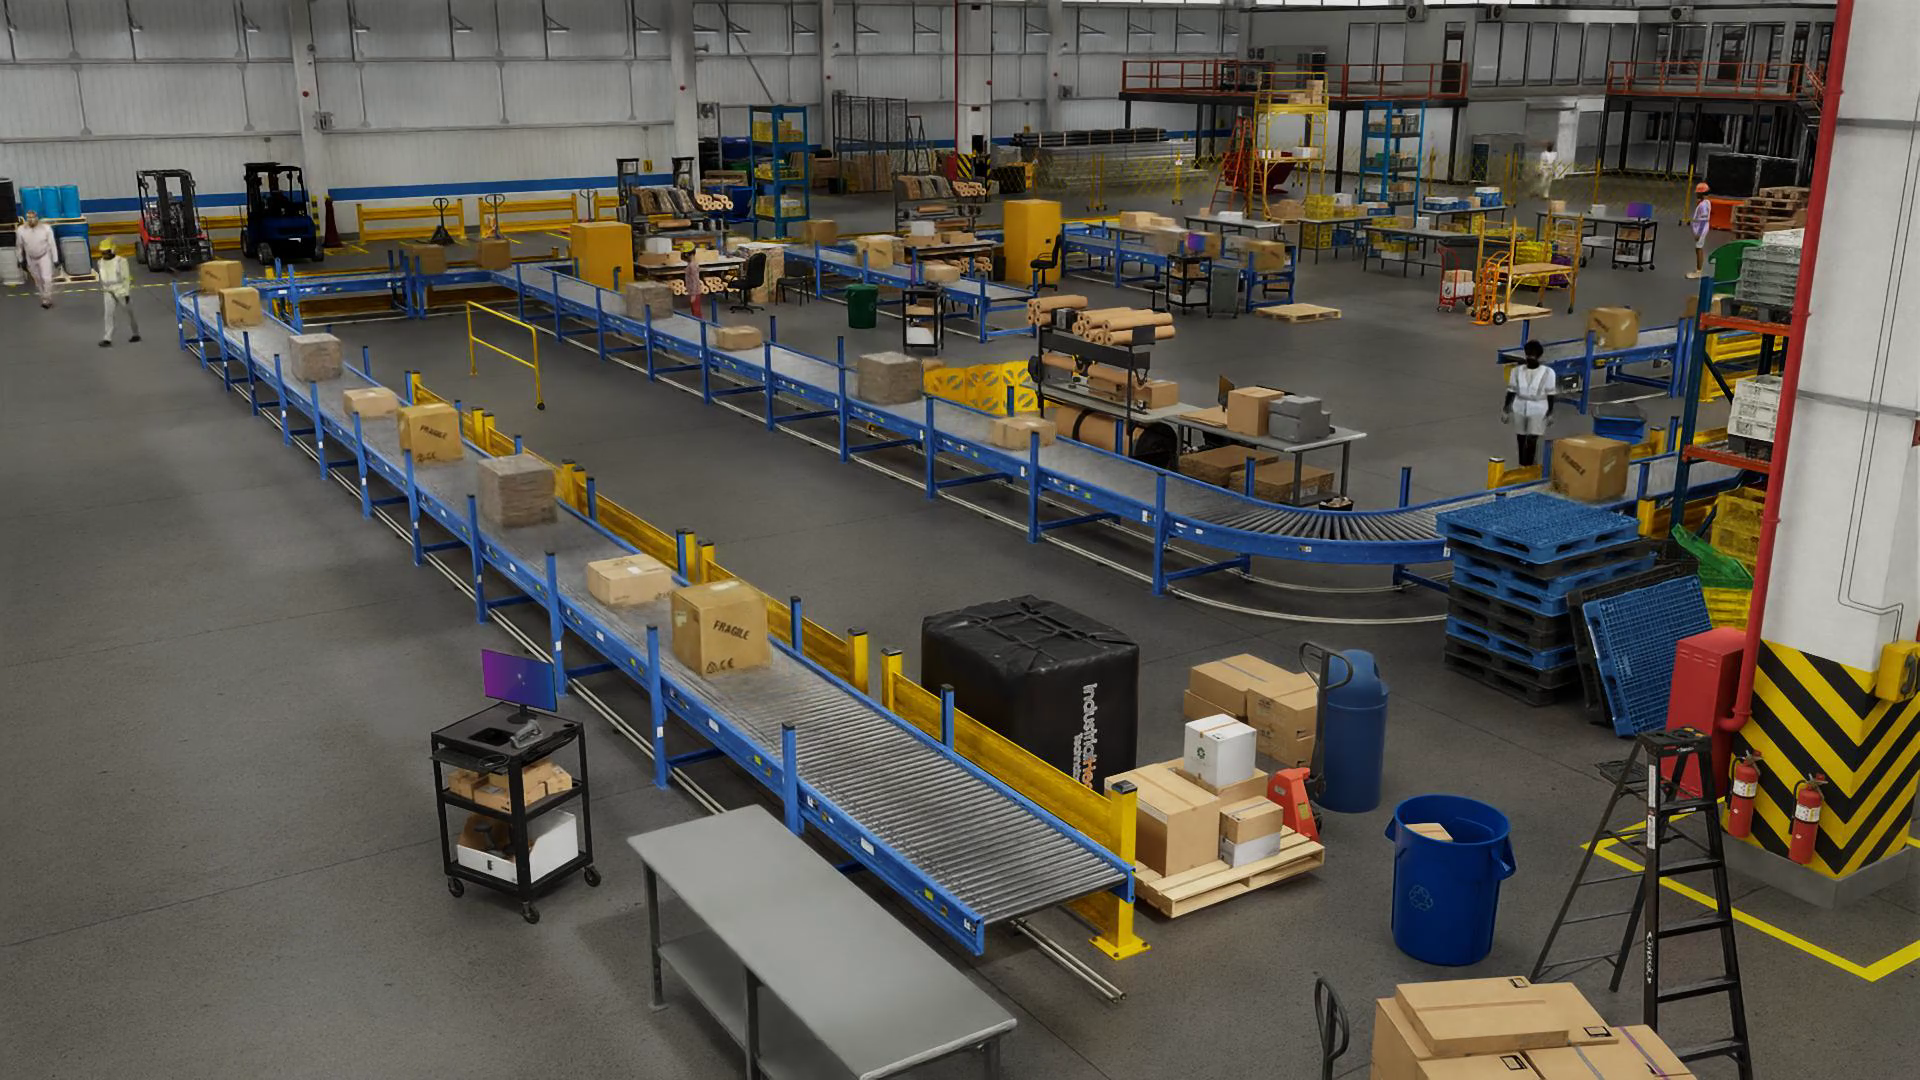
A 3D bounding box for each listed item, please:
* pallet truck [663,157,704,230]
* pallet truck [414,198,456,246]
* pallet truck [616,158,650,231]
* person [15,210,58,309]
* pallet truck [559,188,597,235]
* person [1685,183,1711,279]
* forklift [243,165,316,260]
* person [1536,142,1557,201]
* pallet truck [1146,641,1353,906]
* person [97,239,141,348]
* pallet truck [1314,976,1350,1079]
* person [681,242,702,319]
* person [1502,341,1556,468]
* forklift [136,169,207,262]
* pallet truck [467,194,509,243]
[{"bbox_3d":[-7.586,-9.308,44.692,0.823,1.965,1.885,-11,20,-33],"label":"pallet truck"},{"bbox_3d":[-13.250,-8.060,41.856,0.680,1.201,1.601,-10,20,-31],"label":"pallet truck"},{"bbox_3d":[-8.918,-9.176,44.255,0.823,1.965,1.885,-9,19,-27],"label":"pallet truck"},{"bbox_3d":[-17.606,-5.334,31.712,0.648,1.855,1.010,-3,17,-11],"label":"person"},{"bbox_3d":[-10.010,-8.652,43.699,0.653,1.274,1.630,-10,20,-31],"label":"pallet truck"},{"bbox_3d":[15.844,-6.614,35.668,0.392,2.033,0.605,8,18,24],"label":"person"},{"bbox_3d":[-15.898,-7.669,38.708,1.157,1.987,2.680,-11,20,-33],"label":"forklift"},{"bbox_3d":[18.725,-11.750,53.033,0.598,1.871,0.489,-6,18,-20],"label":"person"},{"bbox_3d":[1.664,1.407,10.232,1.630,1.274,0.653,-10,20,-31],"label":"pallet truck"},{"bbox_3d":[-14.142,-4.140,27.869,0.599,1.789,0.923,1,17,5],"label":"person"},{"bbox_3d":[2.299,2.390,7.086,1.601,1.201,0.680,-2,17,-7],"label":"pallet truck"},{"bbox_3d":[-4.467,-4.096,27.760,0.326,1.760,0.524,-4,17,-12],"label":"person"},{"bbox_3d":[6.472,-1.436,19.048,0.560,1.666,0.724,13,21,37],"label":"person"},{"bbox_3d":[-17.842,-7.318,37.559,1.157,1.987,2.680,-10,20,-31],"label":"forklift"},{"bbox_3d":[-11.983,-8.177,42.137,0.704,1.261,1.522,-11,20,-33],"label":"pallet truck"}]
